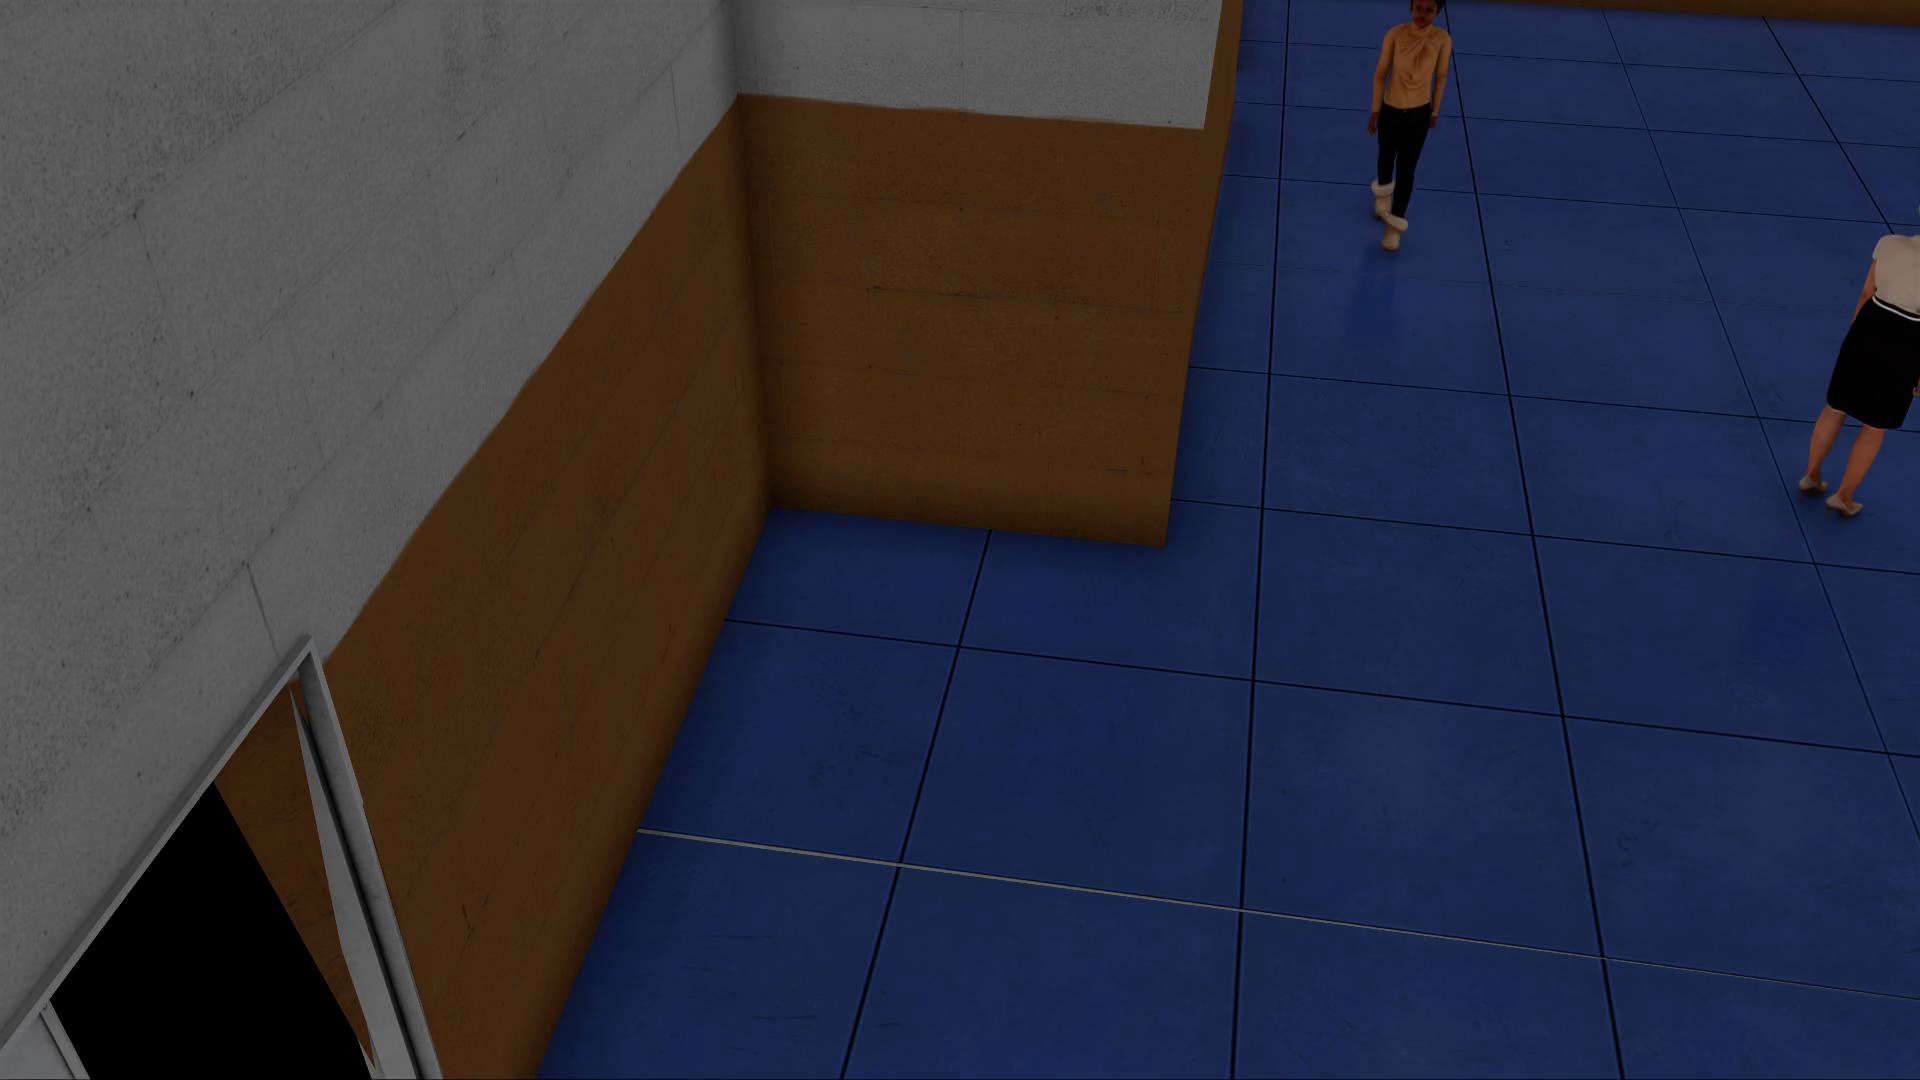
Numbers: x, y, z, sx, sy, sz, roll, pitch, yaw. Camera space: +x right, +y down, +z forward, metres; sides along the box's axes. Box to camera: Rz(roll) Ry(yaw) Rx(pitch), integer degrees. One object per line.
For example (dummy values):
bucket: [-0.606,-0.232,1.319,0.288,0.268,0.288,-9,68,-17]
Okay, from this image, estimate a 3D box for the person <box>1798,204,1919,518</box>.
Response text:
person: [4.414,-0.882,7.967,0.730,1.751,0.676,-21,42,-26]

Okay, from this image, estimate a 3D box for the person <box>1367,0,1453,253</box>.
person: [2.813,-2.731,10.539,1.044,1.622,0.732,10,38,13]
